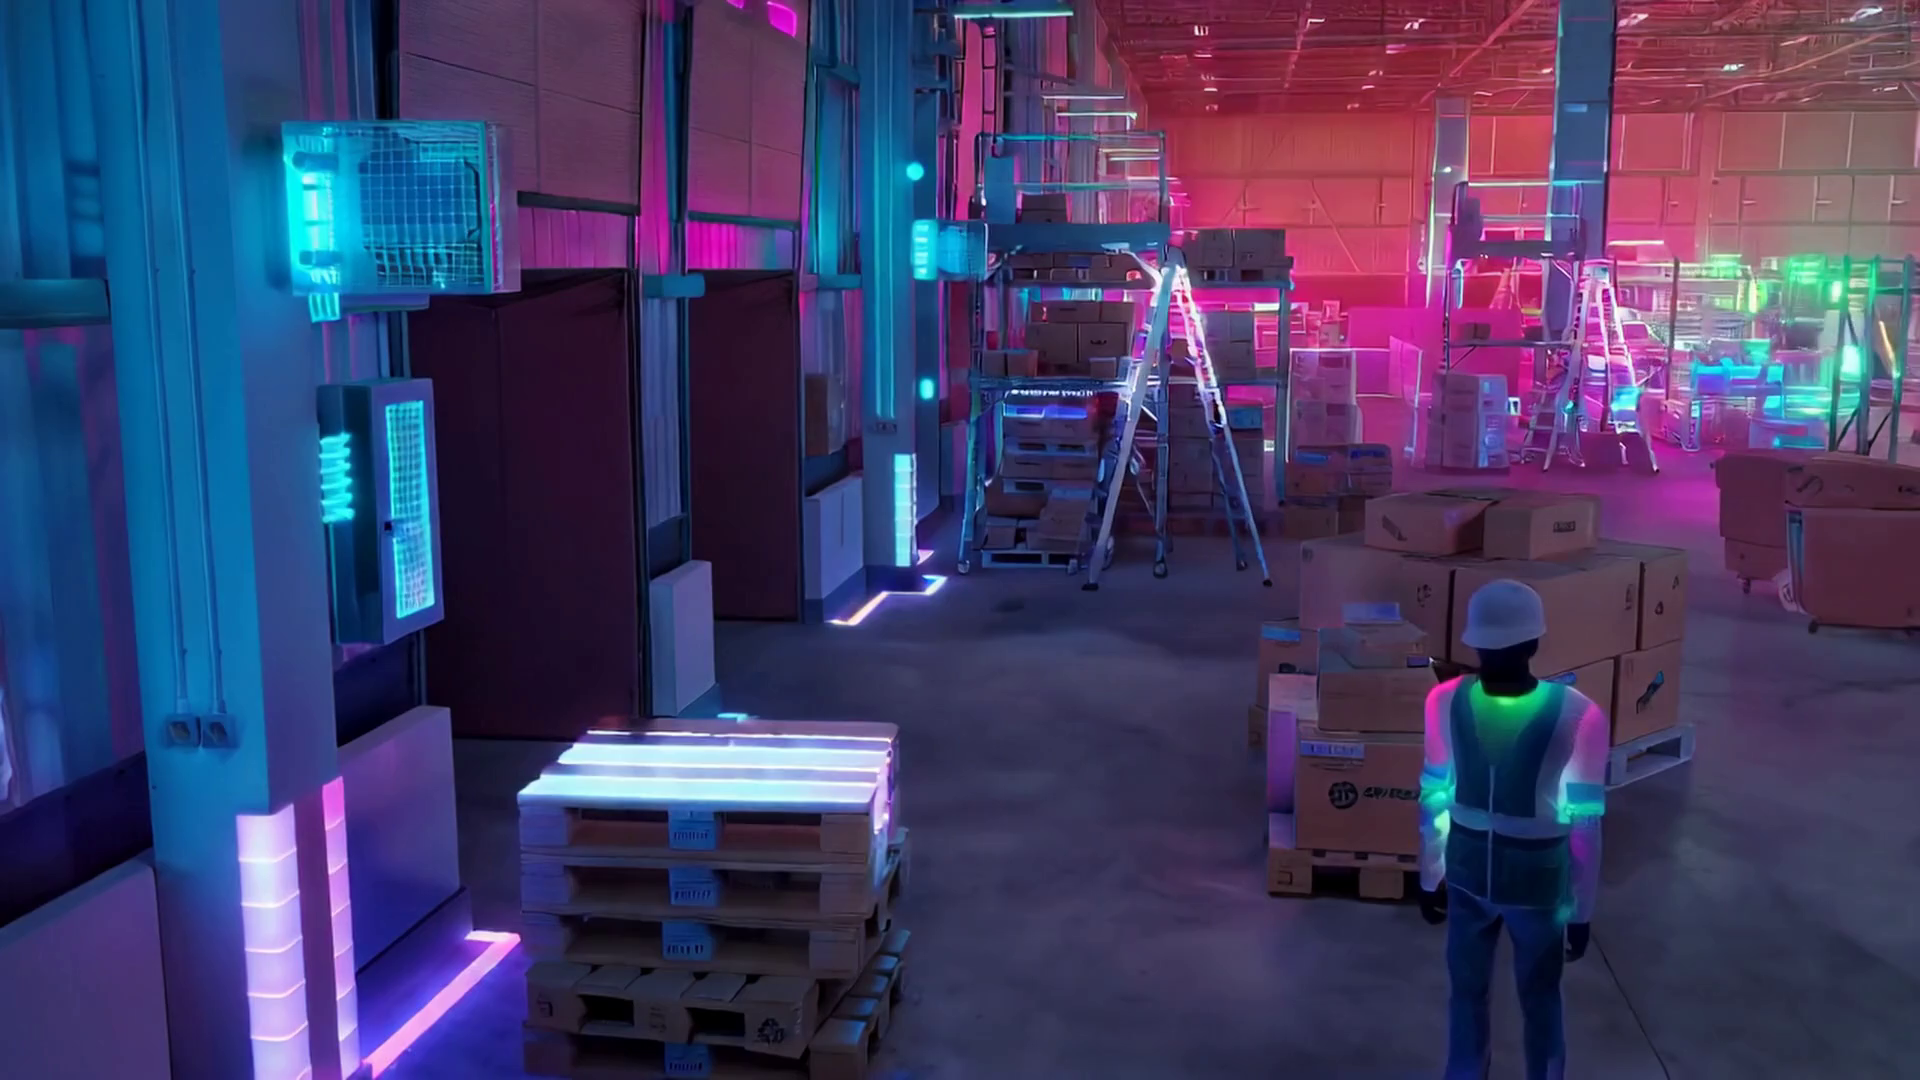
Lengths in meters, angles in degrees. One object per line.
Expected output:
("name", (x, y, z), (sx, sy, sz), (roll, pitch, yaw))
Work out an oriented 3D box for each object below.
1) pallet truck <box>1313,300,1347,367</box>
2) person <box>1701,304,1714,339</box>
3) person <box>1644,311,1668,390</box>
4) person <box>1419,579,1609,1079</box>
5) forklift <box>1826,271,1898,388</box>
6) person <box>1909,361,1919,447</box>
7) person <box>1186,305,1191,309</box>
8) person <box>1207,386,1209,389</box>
("pallet truck", (11.159, -6.200, 49.718), (0.823, 1.965, 1.885), (4, 10, 26))
("person", (20.820, -5.608, 46.307), (0.462, 1.923, 0.645), (4, 10, 23))
("person", (16.458, -4.460, 39.343), (0.569, 1.879, 1.010), (8, 12, 40))
("person", (1.688, 1.062, 5.185), (0.586, 1.918, 0.398), (8, 12, 40))
("forklift", (21.069, -4.771, 38.191), (1.873, 2.768, 1.129), (1, 9, 9))
("person", (15.626, -2.368, 26.890), (0.320, 1.739, 0.485), (9, 13, 43))
("person", (6.164, -5.357, 44.740), (0.544, 1.930, 0.388), (-6, 11, -31))
("person", (5.156, -3.652, 35.139), (0.313, 1.634, 0.515), (-5, 11, -29))
